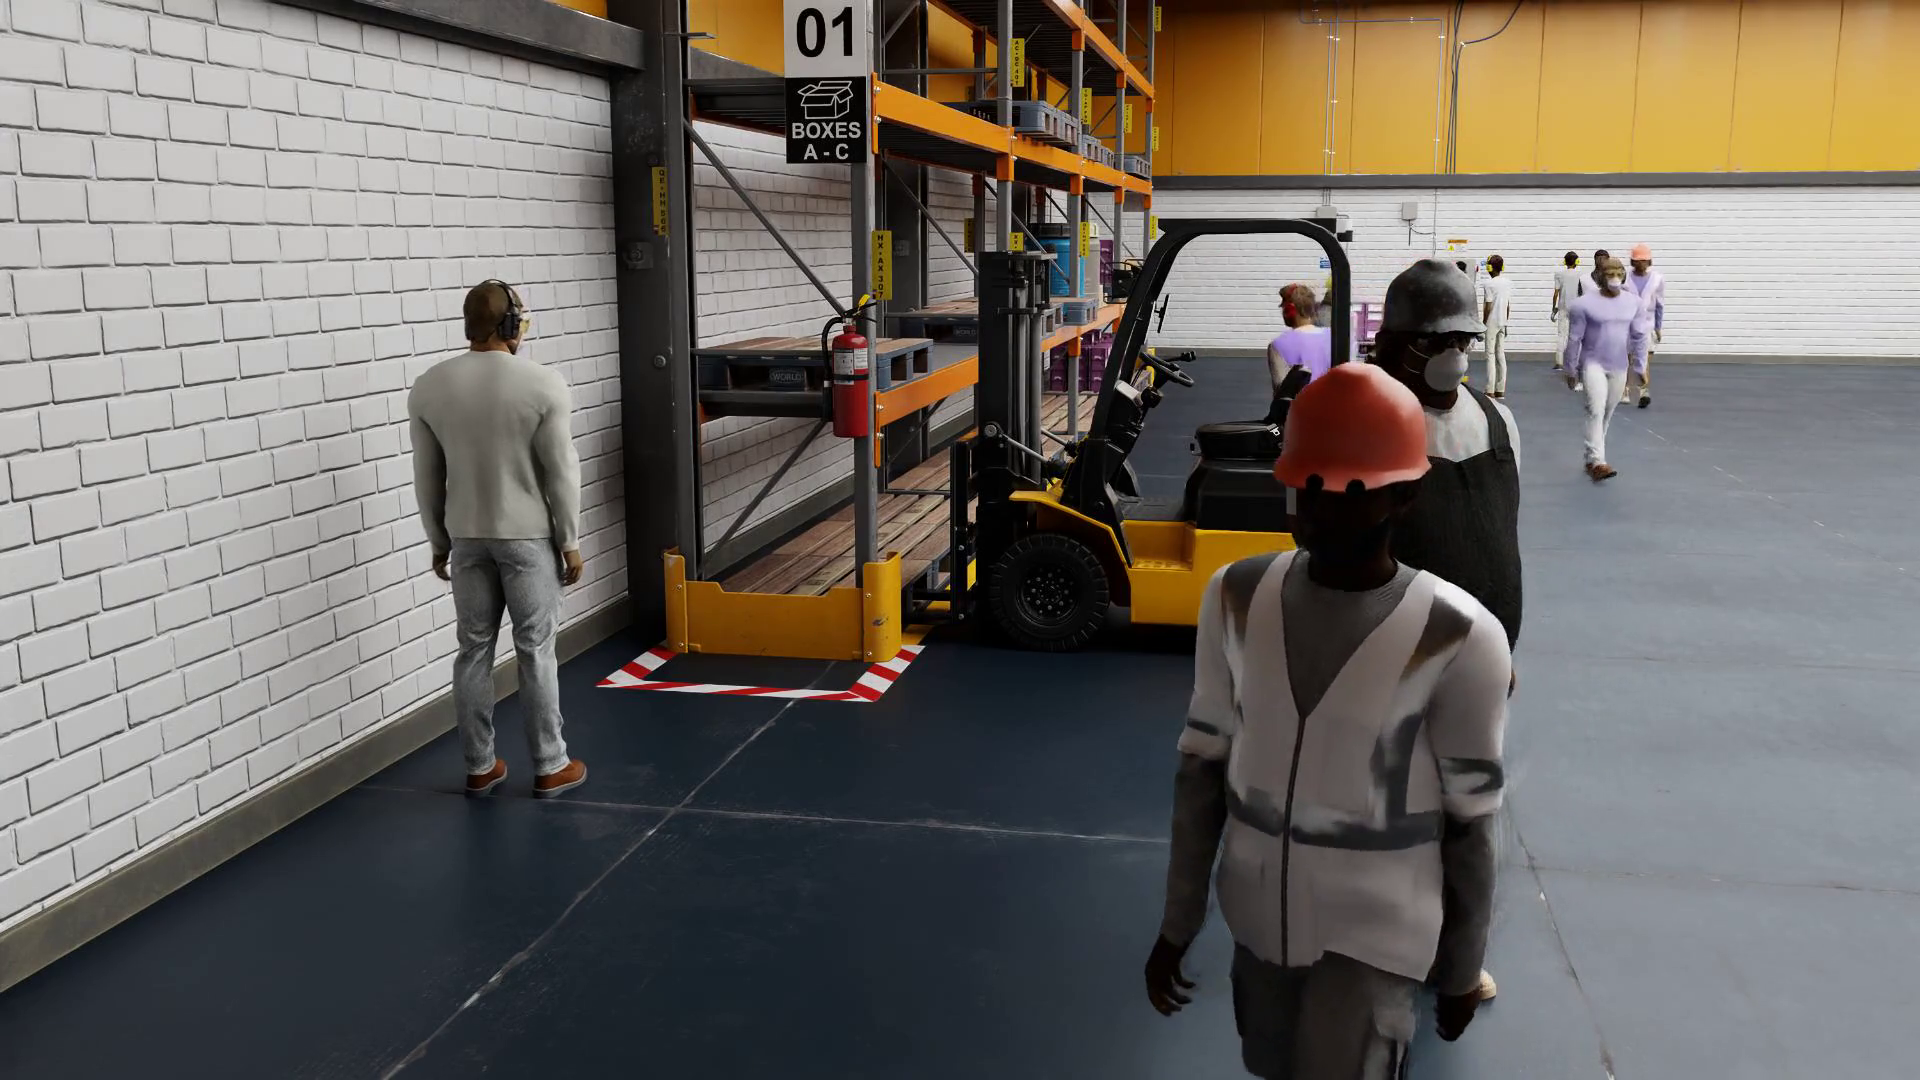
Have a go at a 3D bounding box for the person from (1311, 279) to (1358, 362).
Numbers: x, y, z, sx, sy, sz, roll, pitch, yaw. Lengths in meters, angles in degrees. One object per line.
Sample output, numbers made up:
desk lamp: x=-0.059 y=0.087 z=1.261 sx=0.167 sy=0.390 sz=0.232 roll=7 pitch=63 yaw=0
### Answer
person: x=3.618 y=-1.665 z=15.949 sx=0.511 sy=1.705 sz=0.796 roll=8 pitch=13 yaw=37

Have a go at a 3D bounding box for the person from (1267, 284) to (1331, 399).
person: x=2.088 y=-0.694 z=10.420 sx=0.581 sy=1.796 sz=0.928 roll=-5 pitch=12 yaw=-27

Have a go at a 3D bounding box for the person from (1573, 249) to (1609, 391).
person: x=8.646 y=-2.967 z=22.548 sx=0.590 sy=1.919 sz=0.392 roll=6 pitch=12 yaw=29

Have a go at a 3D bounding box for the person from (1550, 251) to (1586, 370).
person: x=9.566 y=-3.599 z=26.160 sx=0.514 sy=1.865 sz=0.327 roll=2 pitch=11 yaw=12

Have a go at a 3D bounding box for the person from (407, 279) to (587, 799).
person: x=-1.702 y=0.011 z=6.184 sx=0.627 sy=1.935 sz=0.371 roll=1 pitch=10 yaw=8

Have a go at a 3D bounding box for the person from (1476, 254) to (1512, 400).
person: x=6.867 y=-2.731 z=21.420 sx=0.519 sy=1.860 sz=0.326 roll=-7 pitch=12 yaw=-34

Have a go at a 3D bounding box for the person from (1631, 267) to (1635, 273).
person: x=10.923 y=-3.621 z=26.911 sx=0.509 sy=1.632 sz=0.269 roll=0 pitch=10 yaw=2

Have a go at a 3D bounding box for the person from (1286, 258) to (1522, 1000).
person: x=1.242 y=0.272 z=4.456 sx=0.683 sy=2.000 sz=0.537 roll=-4 pitch=11 yaw=-21

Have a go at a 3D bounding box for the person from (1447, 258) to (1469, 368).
person: x=4.836 y=-1.874 z=16.696 sx=1.036 sy=1.872 sz=0.549 roll=6 pitch=12 yaw=31

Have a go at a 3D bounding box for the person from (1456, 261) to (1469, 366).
person: x=8.024 y=-3.642 z=26.855 sx=0.315 sy=1.696 sz=0.541 roll=-6 pitch=12 yaw=-29

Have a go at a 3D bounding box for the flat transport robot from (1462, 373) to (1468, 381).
flat transport robot: x=6.960 y=-2.478 z=24.387 sx=0.652 sy=0.197 sz=1.431 roll=1 pitch=10 yaw=4

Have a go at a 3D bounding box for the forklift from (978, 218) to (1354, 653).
forklift: x=1.285 y=-0.567 z=8.635 sx=2.313 sy=2.155 sz=1.214 roll=2 pitch=11 yaw=11

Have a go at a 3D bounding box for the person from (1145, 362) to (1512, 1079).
person: x=0.683 y=0.631 z=2.908 sx=0.538 sy=1.910 sz=0.947 roll=9 pitch=13 yaw=39

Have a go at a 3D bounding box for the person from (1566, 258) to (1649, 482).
person: x=5.566 y=-1.443 z=14.248 sx=0.638 sy=1.895 sz=1.003 roll=0 pitch=10 yaw=-2

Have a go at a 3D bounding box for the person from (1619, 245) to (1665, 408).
person: x=8.340 y=-2.630 z=20.507 sx=0.633 sy=1.983 sz=1.052 roll=3 pitch=11 yaw=17
